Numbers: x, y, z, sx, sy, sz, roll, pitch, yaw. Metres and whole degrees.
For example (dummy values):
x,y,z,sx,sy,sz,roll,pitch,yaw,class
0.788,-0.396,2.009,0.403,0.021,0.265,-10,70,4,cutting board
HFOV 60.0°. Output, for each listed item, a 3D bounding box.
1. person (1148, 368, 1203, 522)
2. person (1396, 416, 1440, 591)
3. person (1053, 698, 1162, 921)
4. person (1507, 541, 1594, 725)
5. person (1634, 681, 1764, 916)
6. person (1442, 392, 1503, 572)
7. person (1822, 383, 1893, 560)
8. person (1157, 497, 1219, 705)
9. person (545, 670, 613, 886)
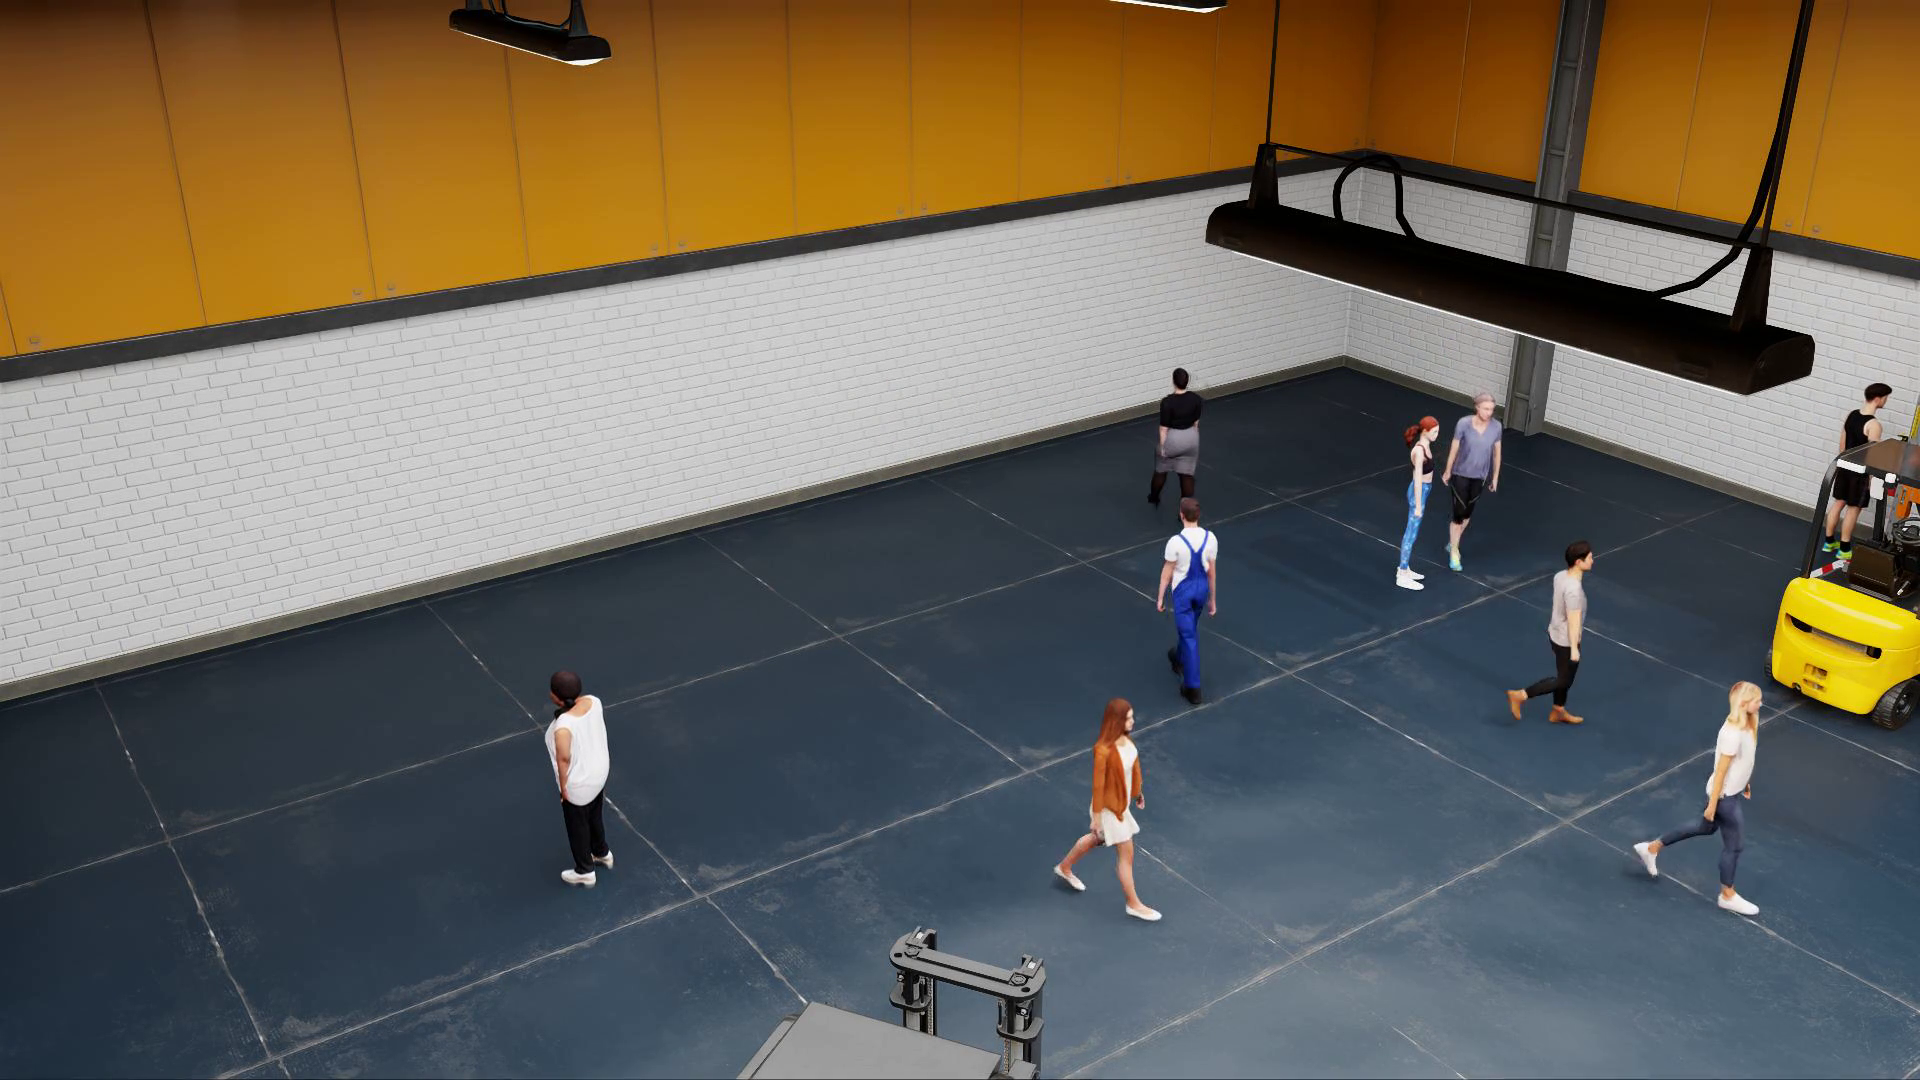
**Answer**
x,y,z,sx,sy,sz,roll,pitch,yaw,class
2.426,-0.992,18.126,0.875,1.730,1.067,-6,24,-14,person
4.586,-0.393,16.683,0.745,1.788,0.694,7,25,16,person
0.994,1.840,11.697,1.168,1.690,0.981,9,25,21,person
5.025,0.810,14.037,0.998,1.703,0.924,5,24,11,person
5.295,1.770,11.740,1.196,1.784,0.915,13,27,28,person
5.248,-0.672,17.234,0.965,1.857,1.088,-1,24,-1,person
9.331,-0.726,17.317,0.821,1.891,0.666,-5,24,-11,person
2.038,0.553,14.486,0.883,1.815,1.181,-7,24,-15,person
-2.765,1.688,12.052,0.784,1.685,0.759,10,25,21,person
